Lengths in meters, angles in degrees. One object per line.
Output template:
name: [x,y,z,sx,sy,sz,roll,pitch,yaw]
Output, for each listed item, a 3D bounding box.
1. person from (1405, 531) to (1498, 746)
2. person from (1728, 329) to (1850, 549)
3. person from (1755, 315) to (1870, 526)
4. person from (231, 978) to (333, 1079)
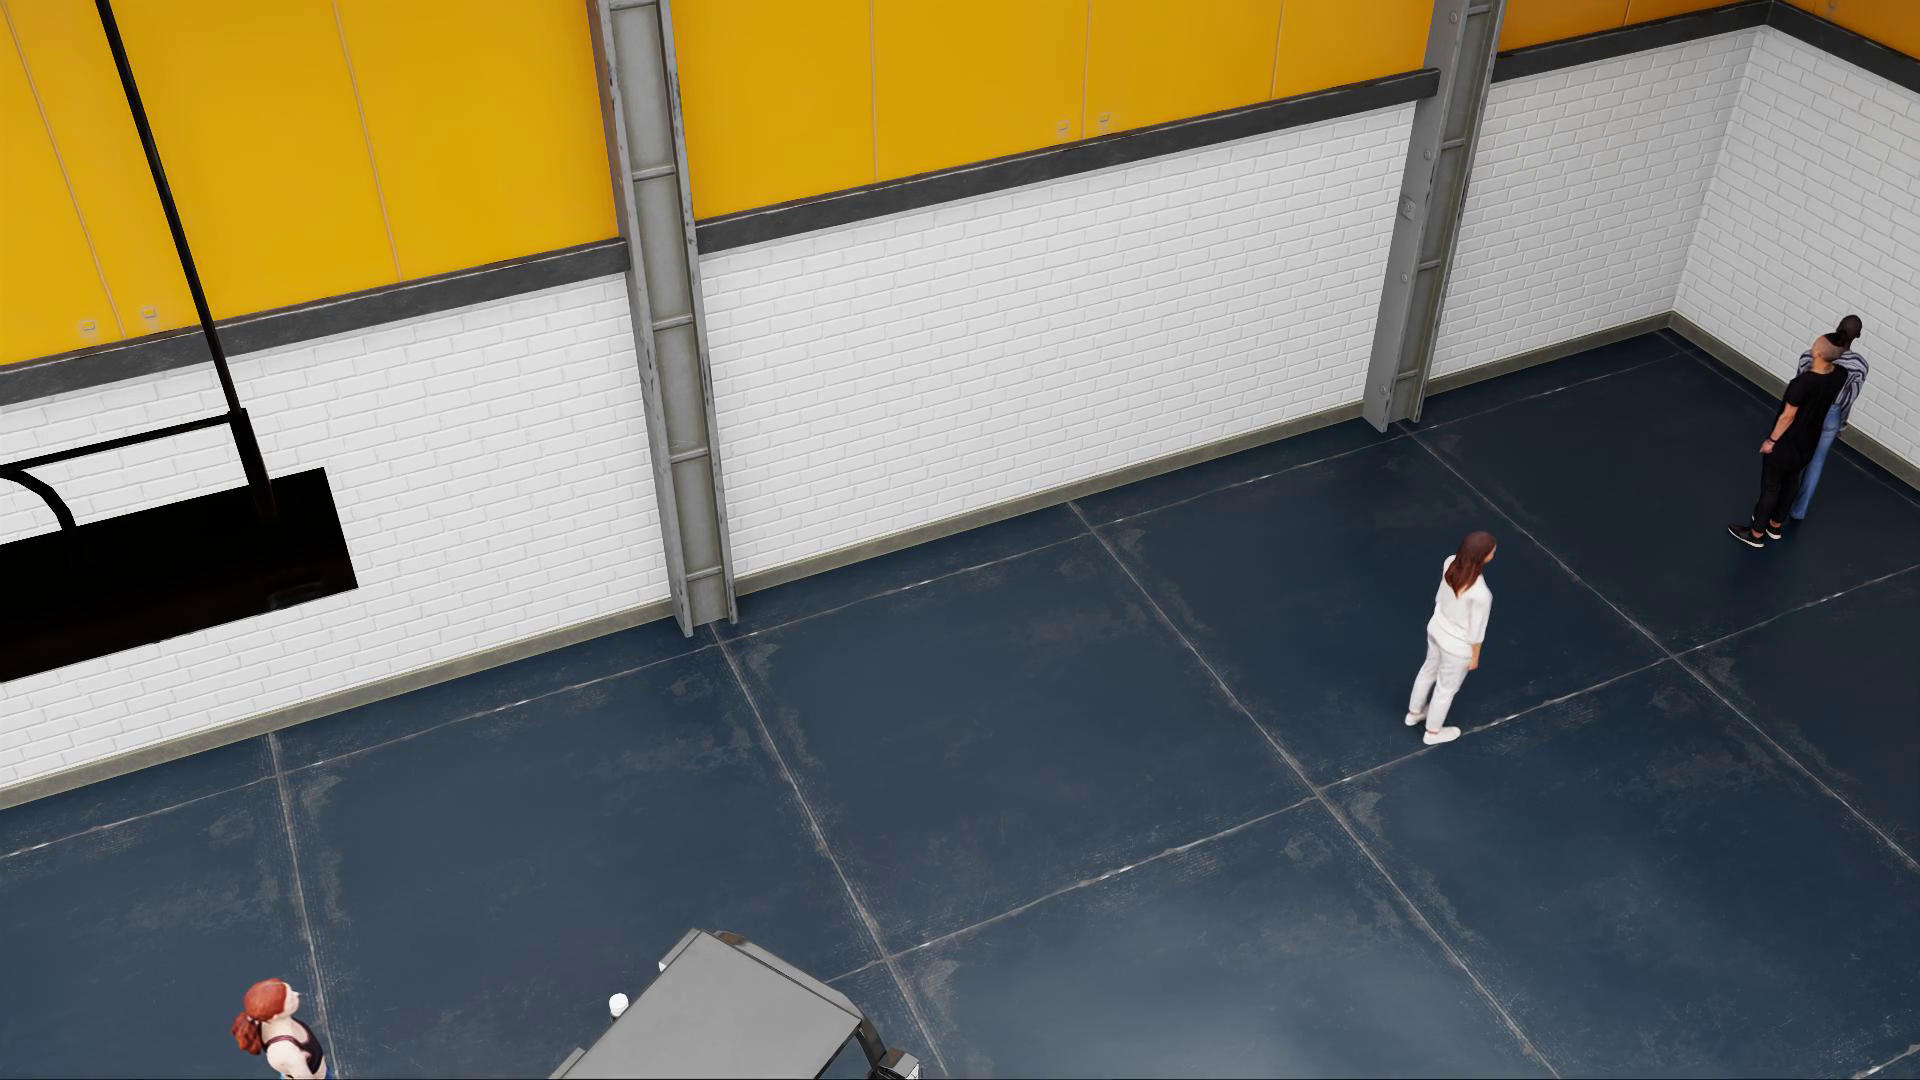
person: [3.127,0.613,10.542,0.543,1.688,0.607,-13,41,-16]
person: [6.091,-0.763,12.125,0.533,1.863,0.750,-19,43,-23]
person: [6.325,-0.880,12.325,0.695,1.795,0.765,11,40,14]
person: [-3.072,2.671,7.888,0.655,1.784,0.628,-28,47,-31]
